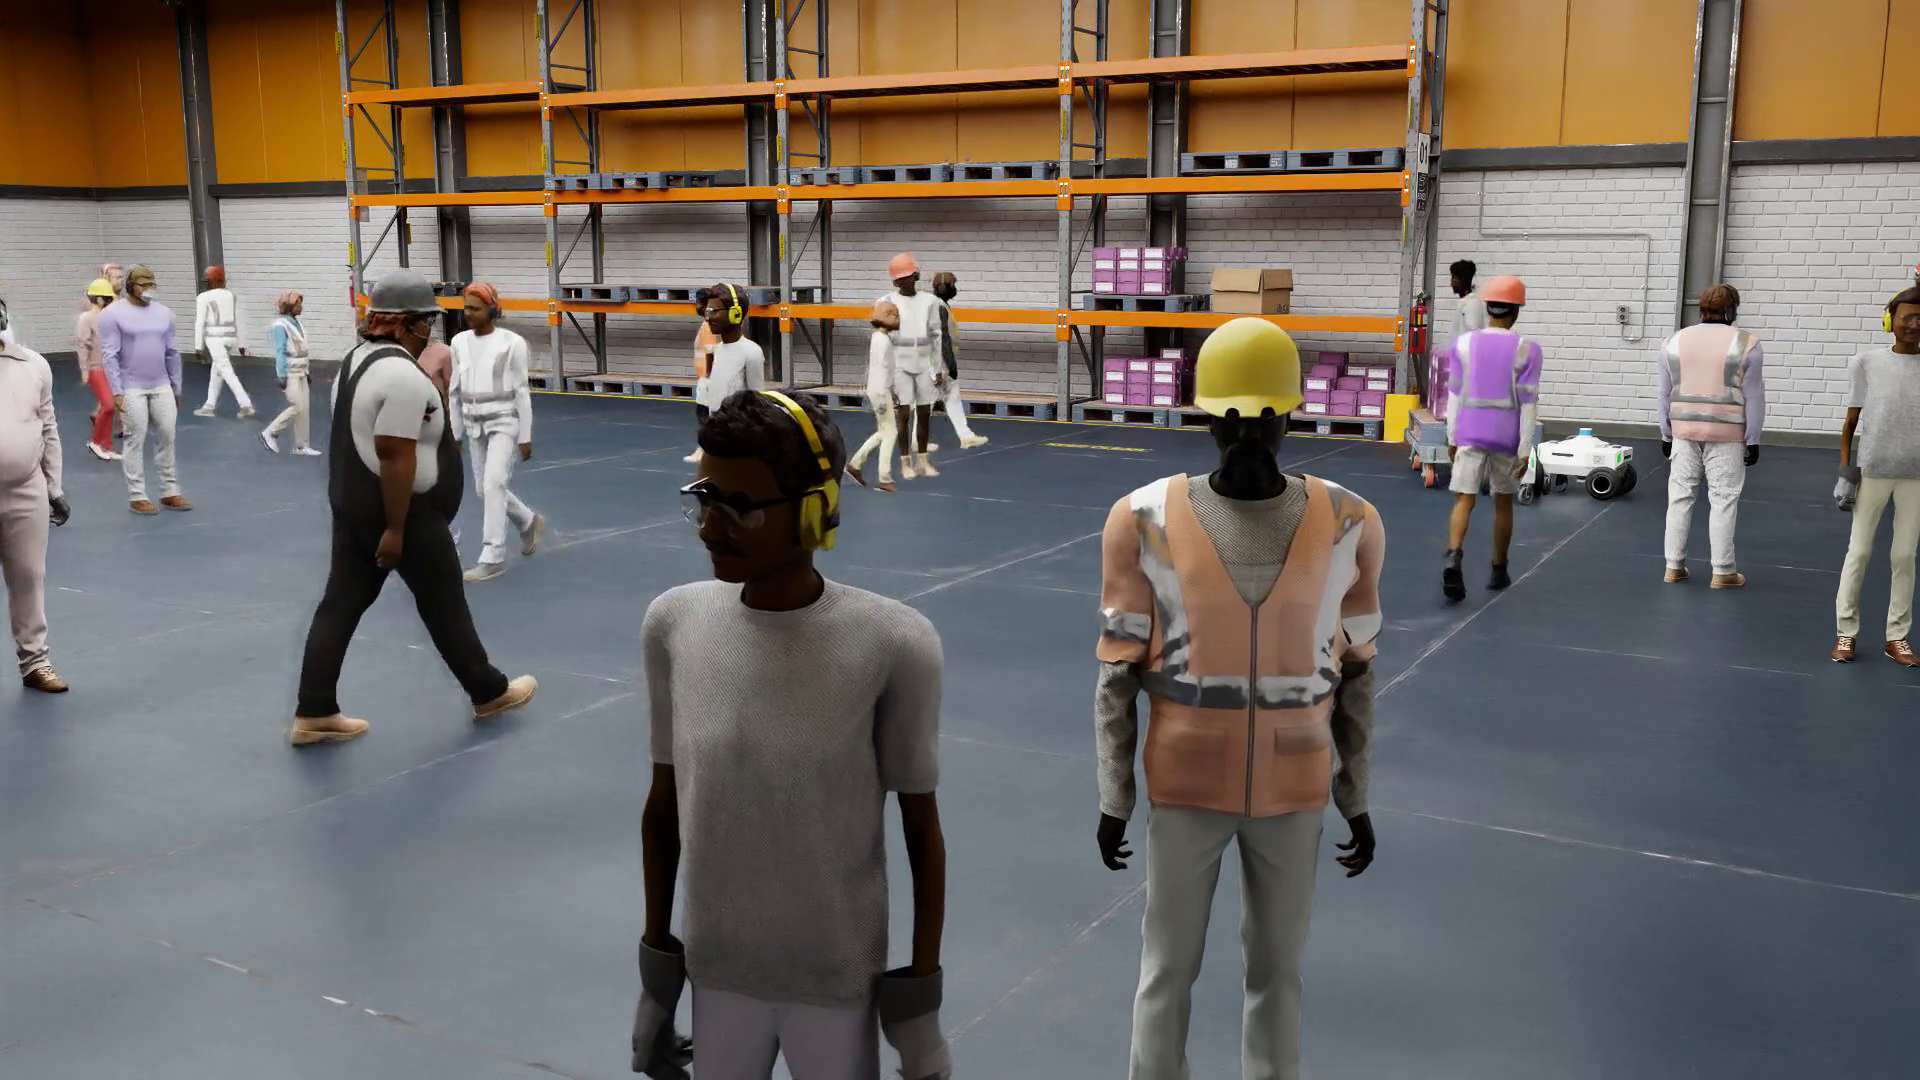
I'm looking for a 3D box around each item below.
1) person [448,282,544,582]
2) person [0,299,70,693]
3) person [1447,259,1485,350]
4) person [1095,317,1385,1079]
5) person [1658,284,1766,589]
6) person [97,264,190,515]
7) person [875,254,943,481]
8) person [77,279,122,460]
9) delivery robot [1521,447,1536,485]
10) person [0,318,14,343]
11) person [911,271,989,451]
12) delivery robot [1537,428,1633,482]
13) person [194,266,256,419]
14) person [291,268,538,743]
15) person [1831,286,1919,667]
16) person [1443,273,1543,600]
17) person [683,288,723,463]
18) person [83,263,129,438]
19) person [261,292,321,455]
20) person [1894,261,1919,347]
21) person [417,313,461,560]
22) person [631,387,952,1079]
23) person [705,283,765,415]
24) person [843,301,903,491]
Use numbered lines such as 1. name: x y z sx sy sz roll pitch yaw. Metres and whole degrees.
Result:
1. person: -2.922 -0.707 10.555 0.575 1.854 0.856 4 11 23
2. person: -4.377 -0.204 7.537 0.403 1.904 0.652 8 13 39
3. person: 4.879 -1.745 16.159 0.434 1.938 0.673 3 10 16
4. person: 0.579 0.505 3.460 0.594 1.924 0.382 0 10 0
5. person: 4.559 -0.627 10.110 0.626 1.844 0.429 10 14 44
6. person: -6.312 -1.161 12.888 0.391 1.925 0.643 6 12 32
7. person: -0.447 -1.524 14.753 0.642 2.015 0.465 -5 11 -24
8. person: -8.238 -1.626 16.011 0.391 1.753 0.555 1 10 8
9. delivery robot: 4.509 -0.639 13.554 0.477 0.478 0.707 3 11 17
10. person: -7.057 -0.993 11.995 0.715 1.901 0.572 -2 10 -10
11. person: -0.101 -1.787 16.769 0.882 1.805 0.652 0 10 2
12. delivery robot: 5.188 -0.687 13.826 0.707 0.478 0.477 8 13 38
13. person: -8.898 -2.373 20.034 1.009 1.836 0.584 4 11 21
14. person: -2.375 -0.179 7.007 1.049 2.000 0.676 -9 14 -43
15. person: 4.612 -0.307 8.220 0.513 1.871 0.328 3 10 17
16. person: 3.108 -0.601 9.768 0.544 1.914 0.870 5 11 27
17. person: -2.313 -1.571 15.929 0.650 1.681 0.538 0 10 -1
18. person: -9.036 -2.014 17.804 0.450 1.890 0.661 2 10 11
19. person: -6.593 -1.616 16.338 0.432 1.626 0.519 0 10 0
20. person: 8.291 -1.456 14.393 0.387 1.986 0.610 5 11 28
21. person: -3.473 -0.703 10.755 0.535 1.767 0.316 2 10 10
22. person: -0.266 0.697 2.559 0.521 1.864 0.335 3 10 17
23. person: -1.243 -0.466 9.133 0.312 1.864 0.538 -7 12 -34
24. person: -0.738 -1.209 14.146 0.579 1.632 0.544 0 10 -2
